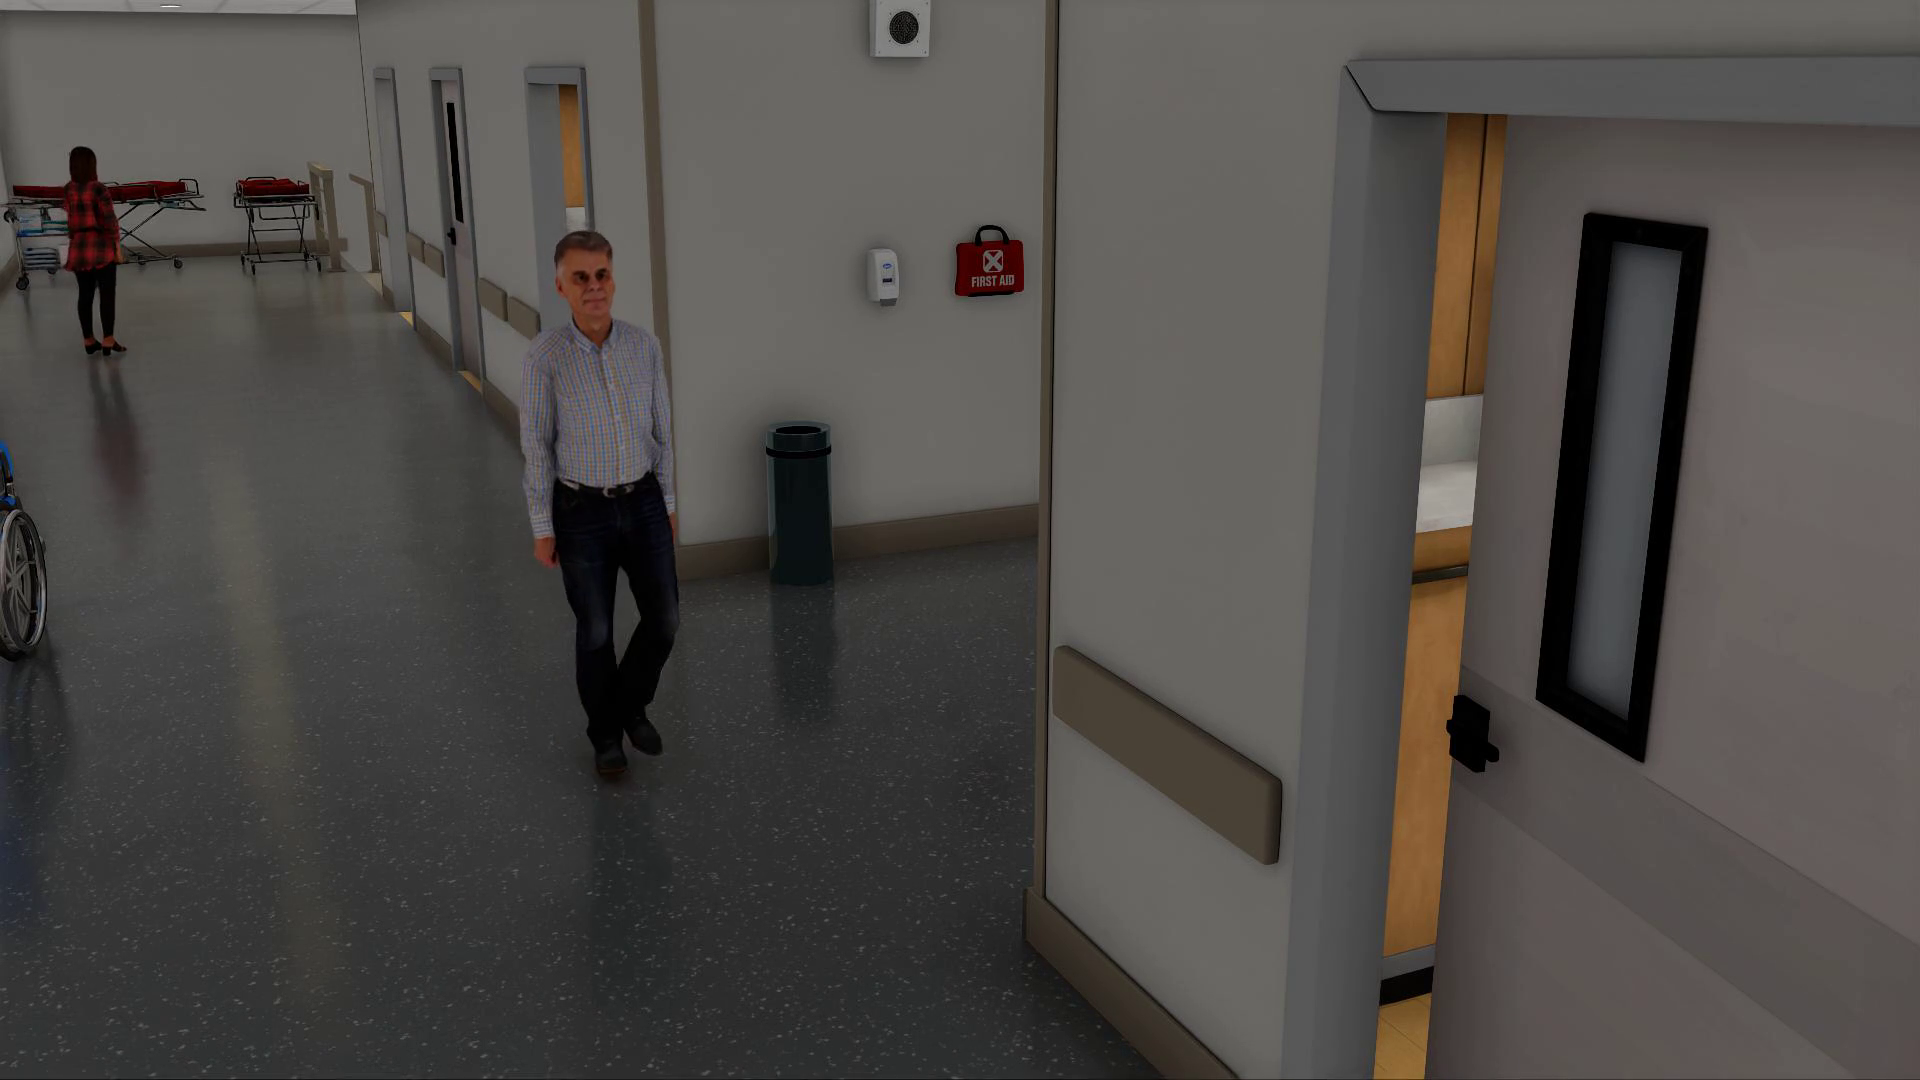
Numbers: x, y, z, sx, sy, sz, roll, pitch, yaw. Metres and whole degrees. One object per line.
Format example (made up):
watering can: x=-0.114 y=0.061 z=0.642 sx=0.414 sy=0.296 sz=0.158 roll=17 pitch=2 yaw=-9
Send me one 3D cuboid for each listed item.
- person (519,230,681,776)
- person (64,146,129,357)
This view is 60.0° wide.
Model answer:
person: x=-1.191 y=-0.118 z=5.508 sx=0.661 sy=1.807 sz=0.610 roll=-8 pitch=18 yaw=-26
person: x=-7.185 y=-2.388 z=13.757 sx=0.705 sy=1.699 sz=0.746 roll=4 pitch=16 yaw=14
